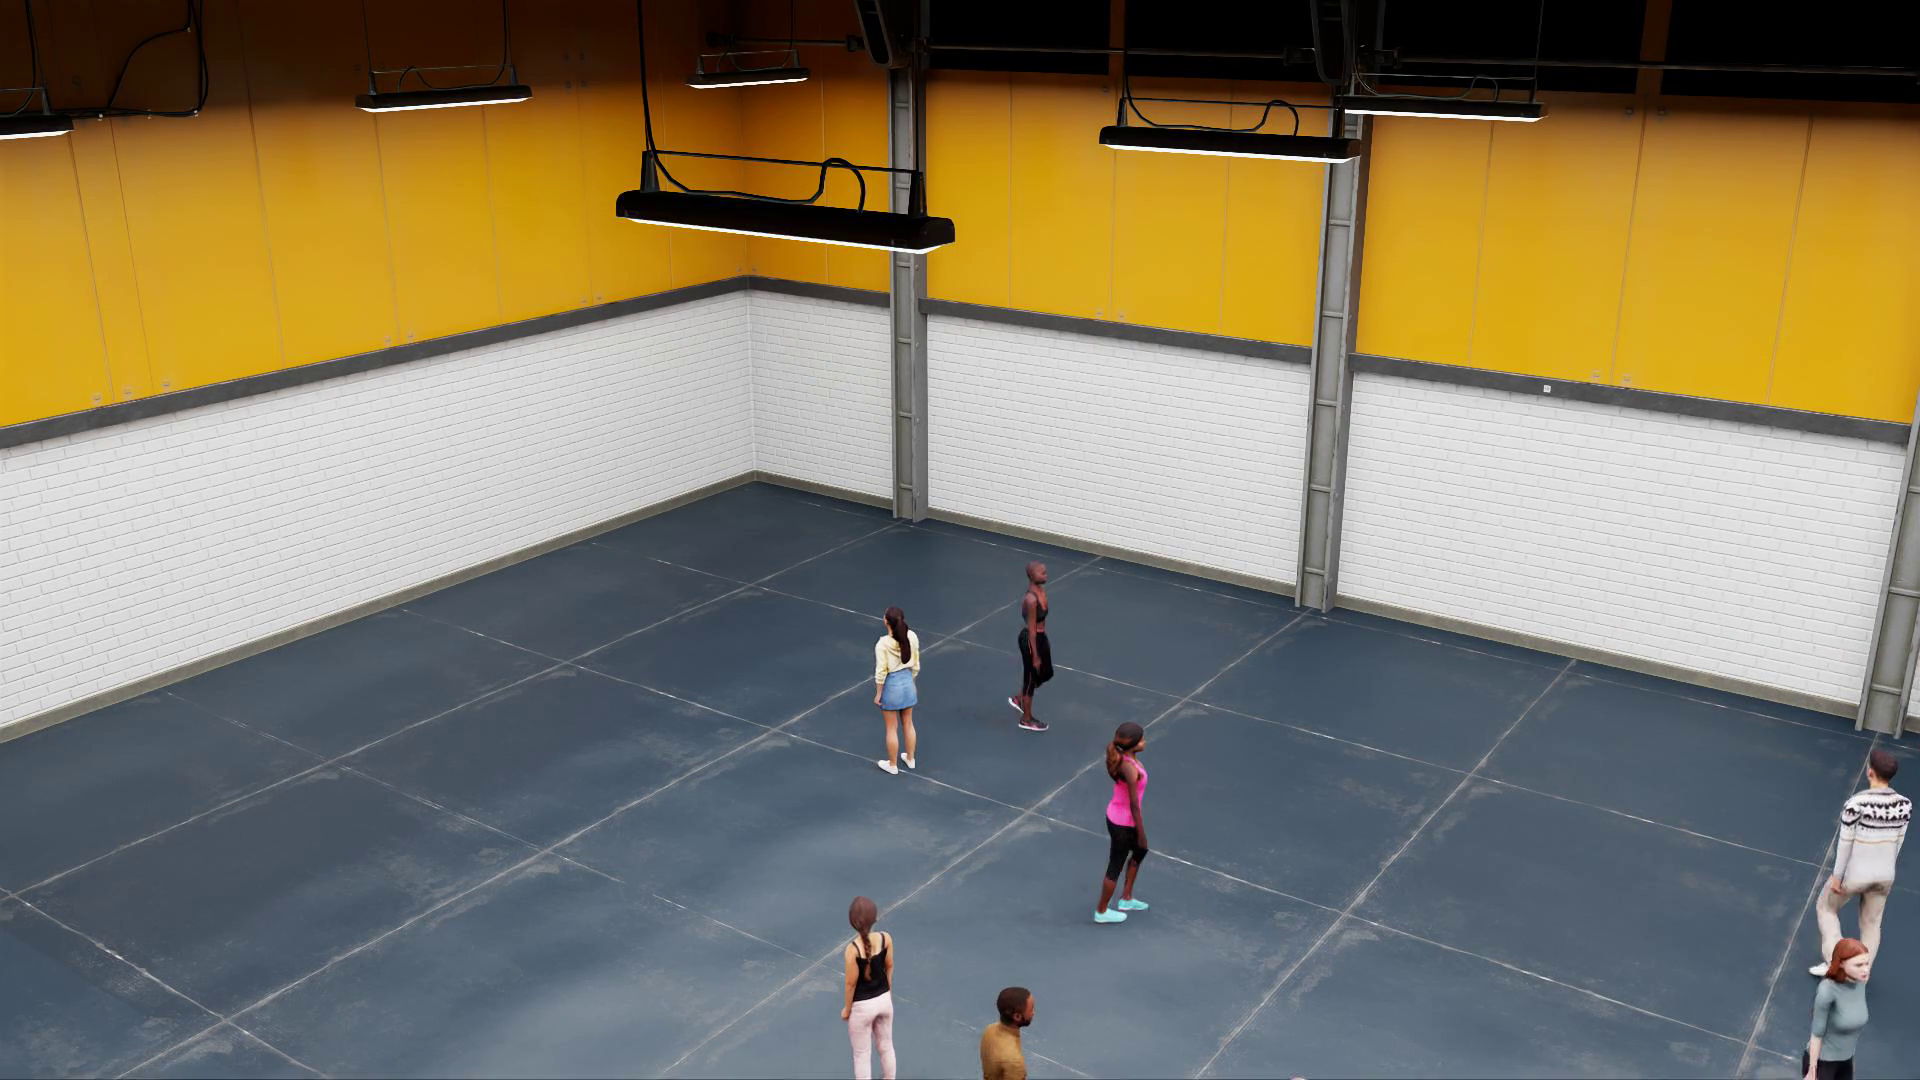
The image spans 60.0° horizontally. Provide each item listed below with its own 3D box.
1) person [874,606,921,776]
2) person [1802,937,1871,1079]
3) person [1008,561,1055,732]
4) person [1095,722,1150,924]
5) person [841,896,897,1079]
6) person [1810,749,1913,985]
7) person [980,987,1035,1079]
[{"bbox_3d":[-0.584,1.382,15.457,0.710,1.631,0.677,-12,22,-33],"label":"person"},{"bbox_3d":[5.193,3.147,10.064,0.855,1.729,1.001,-8,20,-22],"label":"person"},{"bbox_3d":[0.630,1.027,16.328,0.742,1.749,0.664,7,20,20],"label":"person"},{"bbox_3d":[1.177,2.202,12.906,0.818,1.706,0.754,-1,19,-3],"label":"person"},{"bbox_3d":[-0.579,3.006,10.744,0.611,1.563,0.623,-12,22,-32],"label":"person"},{"bbox_3d":[6.576,2.433,12.006,0.752,1.843,0.844,0,19,-1],"label":"person"},{"bbox_3d":[0.161,3.360,9.336,0.914,1.790,0.852,-5,19,-15],"label":"person"}]
